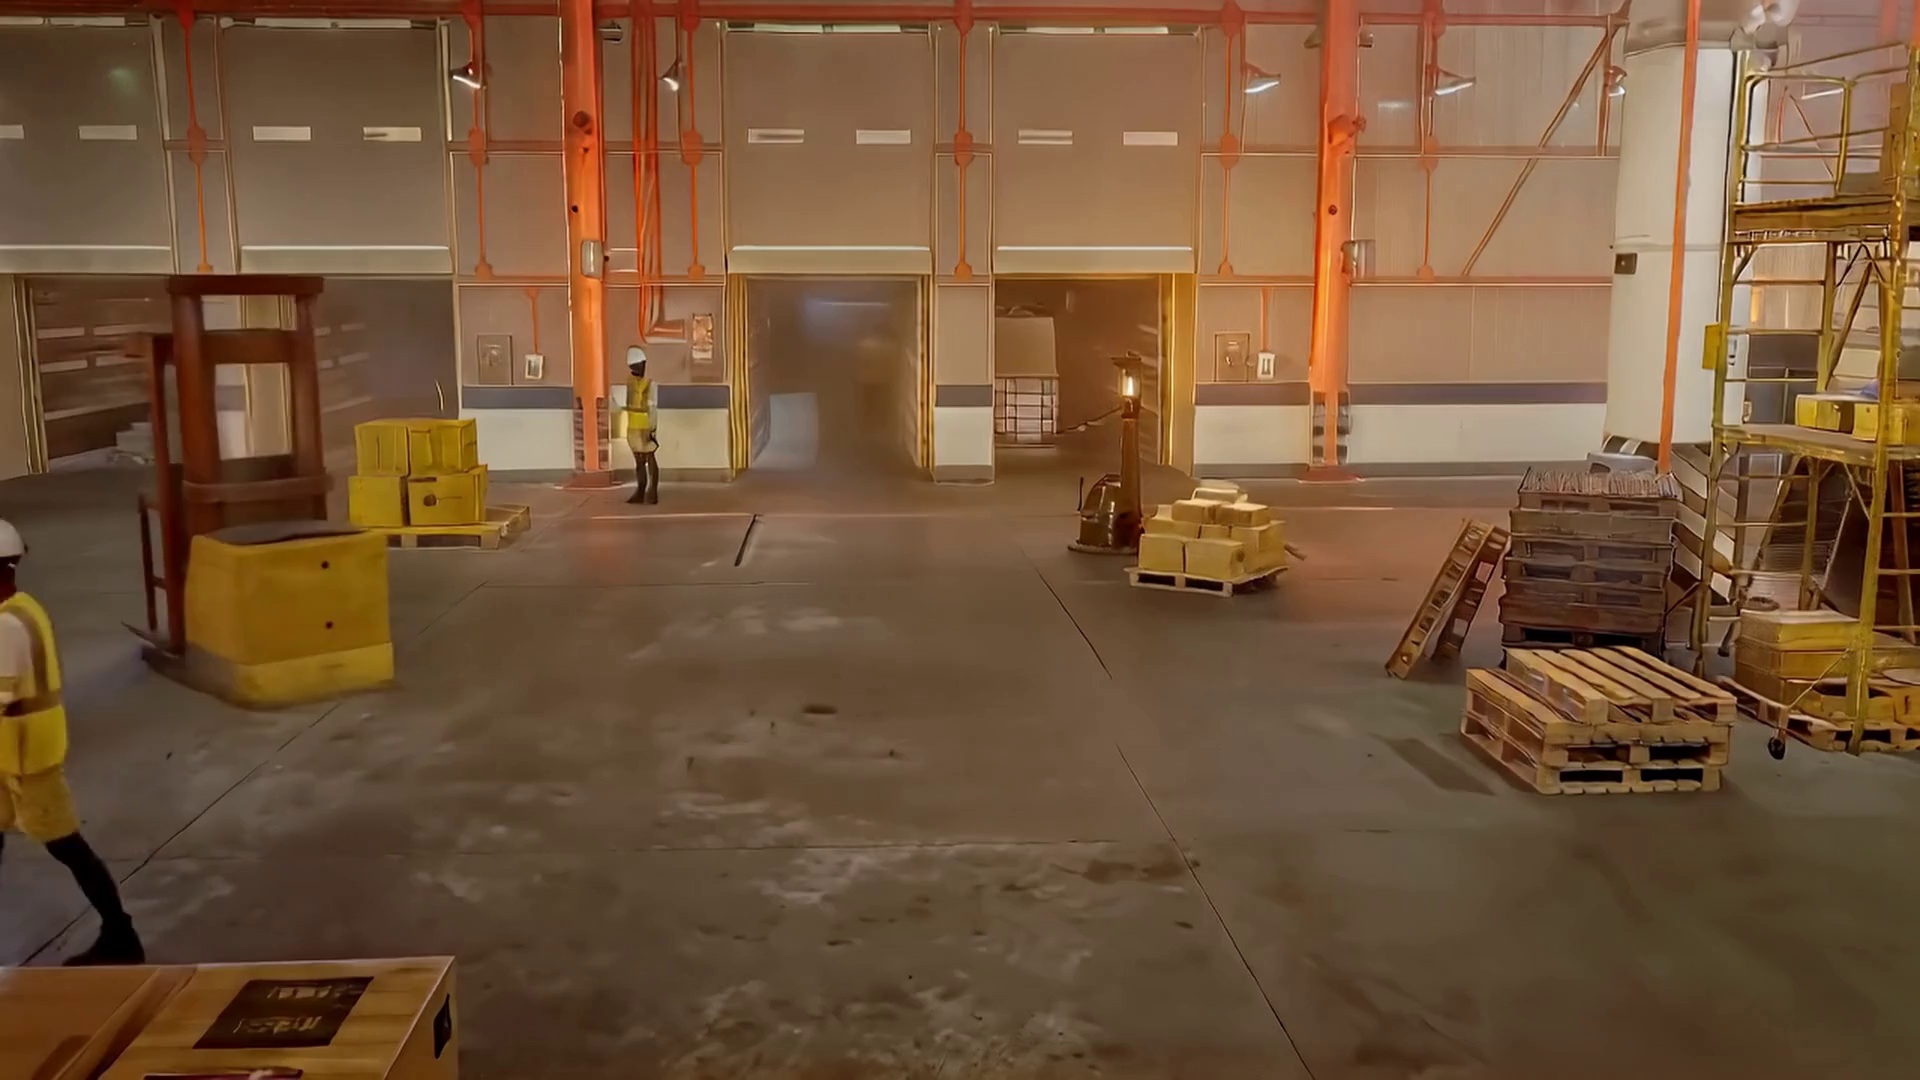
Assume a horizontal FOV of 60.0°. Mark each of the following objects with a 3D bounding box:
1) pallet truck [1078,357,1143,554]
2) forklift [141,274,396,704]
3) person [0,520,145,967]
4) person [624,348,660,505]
[{"bbox_3d":[2.088,-0.836,16.757,1.885,1.965,0.823,2,9,13],"label":"pallet truck"},{"bbox_3d":[-4.856,-0.439,11.501,1.129,2.768,1.873,-9,12,-43],"label":"forklift"},{"bbox_3d":[-3.773,0.847,6.533,0.982,1.882,0.570,-5,10,-26],"label":"person"},{"bbox_3d":[-3.942,-1.398,20.511,0.543,1.930,0.389,7,12,39],"label":"person"}]
